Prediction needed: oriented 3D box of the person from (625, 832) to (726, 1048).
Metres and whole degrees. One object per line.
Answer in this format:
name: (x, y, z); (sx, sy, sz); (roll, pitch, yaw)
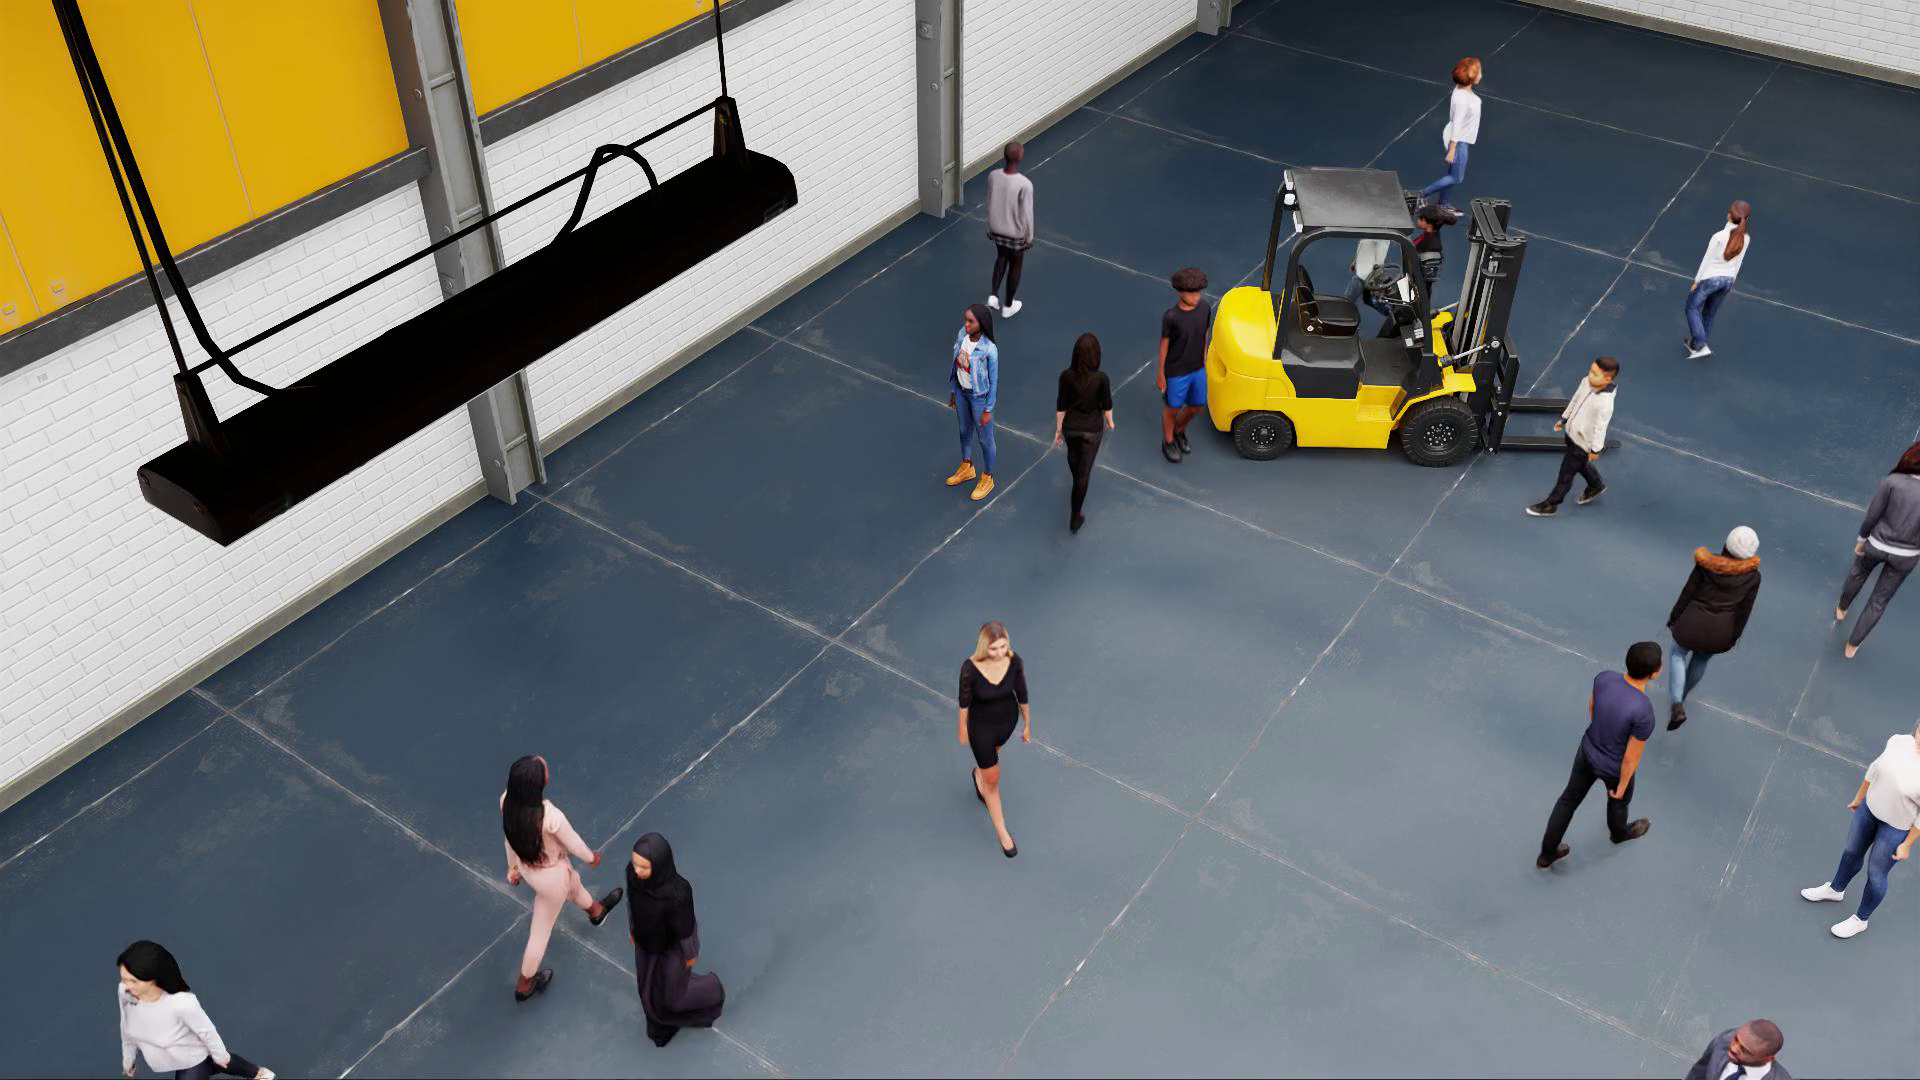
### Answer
person: (-1.568, 2.136, 9.150); (0.641, 1.607, 0.787); (29, 47, 31)

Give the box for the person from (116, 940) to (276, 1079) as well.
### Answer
person: (-3.936, 2.575, 8.563); (0.812, 1.651, 1.196); (13, 40, 16)

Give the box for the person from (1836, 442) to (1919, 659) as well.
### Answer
person: (6.479, 0.105, 11.580); (0.600, 1.748, 0.845); (23, 44, 27)

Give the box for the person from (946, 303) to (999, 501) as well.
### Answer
person: (0.123, -1.114, 13.134); (0.576, 1.713, 0.636); (-31, 48, -33)

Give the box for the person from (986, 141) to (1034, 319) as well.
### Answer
person: (0.402, -2.785, 15.190); (0.632, 1.758, 0.696); (21, 43, 24)

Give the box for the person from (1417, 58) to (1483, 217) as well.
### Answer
person: (4.944, -4.065, 16.840); (0.841, 1.699, 0.816); (9, 40, 11)

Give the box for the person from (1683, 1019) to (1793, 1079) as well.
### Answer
person: (3.704, 2.897, 8.033); (0.982, 1.810, 0.921); (-12, 40, -14)

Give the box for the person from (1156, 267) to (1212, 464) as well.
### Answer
person: (1.773, -1.459, 13.508); (0.724, 1.783, 0.810); (-13, 41, -16)

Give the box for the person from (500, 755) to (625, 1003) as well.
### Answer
person: (-2.377, 1.947, 9.336); (0.654, 1.670, 1.138); (26, 45, 29)

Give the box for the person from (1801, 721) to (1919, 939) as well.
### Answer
person: (5.406, 1.632, 9.691); (0.739, 1.718, 0.692); (-9, 39, -10)

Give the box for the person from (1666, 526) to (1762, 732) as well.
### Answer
person: (4.955, 0.601, 11.059); (0.780, 1.622, 0.970); (12, 40, 14)

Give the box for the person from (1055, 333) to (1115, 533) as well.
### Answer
person: (0.928, -0.791, 12.815); (0.754, 1.605, 1.077); (12, 40, 15)

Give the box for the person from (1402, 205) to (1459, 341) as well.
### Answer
person: (4.079, -2.161, 14.518); (0.828, 1.621, 0.881); (6, 39, 8)

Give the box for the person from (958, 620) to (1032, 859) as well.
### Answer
person: (0.175, 1.110, 10.410); (1.041, 1.637, 0.989); (-15, 41, -17)

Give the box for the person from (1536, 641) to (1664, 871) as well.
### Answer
person: (3.811, 1.347, 10.020); (1.141, 1.753, 0.957); (-18, 42, -21)

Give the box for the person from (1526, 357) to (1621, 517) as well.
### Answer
person: (4.930, -0.825, 12.992); (0.981, 1.439, 0.950); (-4, 39, -5)

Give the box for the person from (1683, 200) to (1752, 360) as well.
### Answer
person: (6.691, -2.242, 14.681); (0.776, 1.544, 0.853); (-3, 39, -4)
